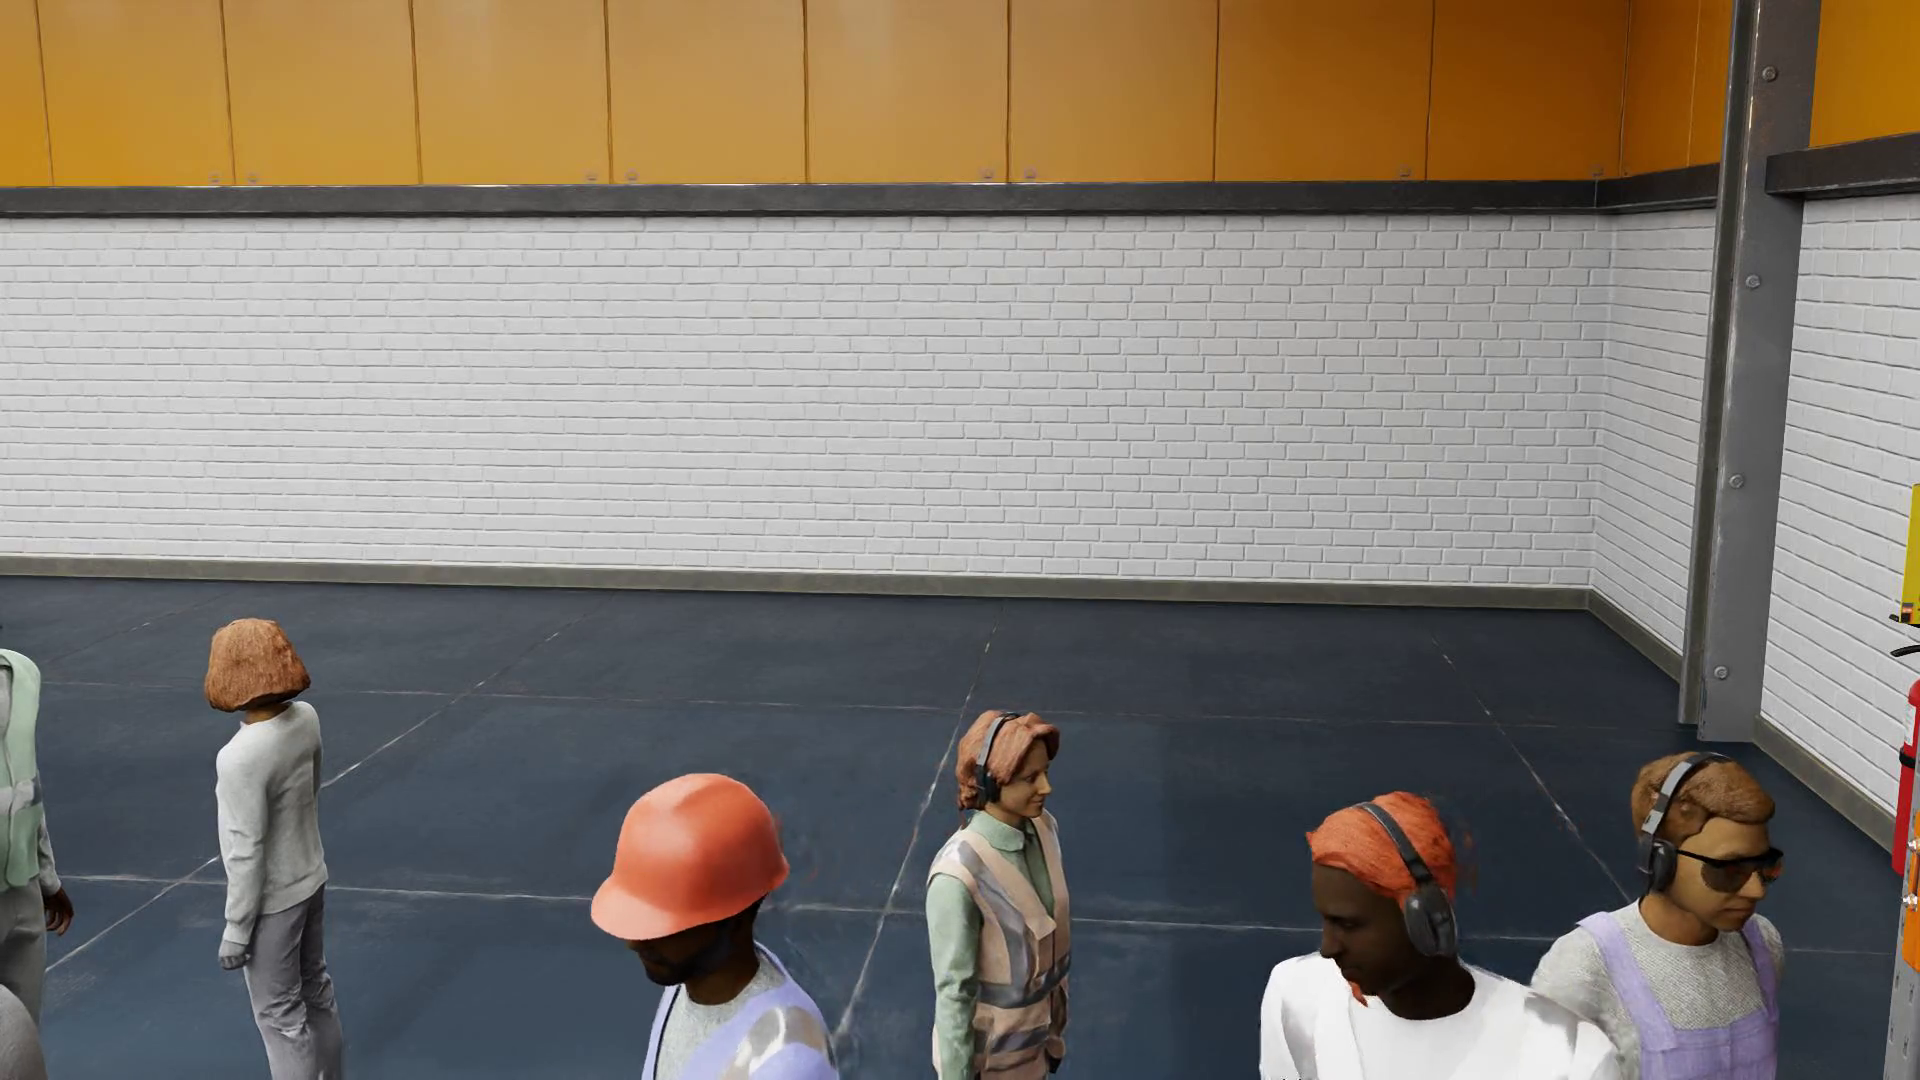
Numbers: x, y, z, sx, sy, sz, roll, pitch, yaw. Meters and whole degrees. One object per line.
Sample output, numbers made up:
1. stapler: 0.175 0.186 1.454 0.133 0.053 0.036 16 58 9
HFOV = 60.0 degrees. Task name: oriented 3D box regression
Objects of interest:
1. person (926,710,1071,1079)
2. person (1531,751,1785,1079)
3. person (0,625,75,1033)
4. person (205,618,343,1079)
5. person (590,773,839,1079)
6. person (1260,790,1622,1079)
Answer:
1. person: 0.091 1.182 3.790 0.308 1.639 0.524 5 11 26
2. person: 1.184 1.246 2.840 0.520 1.843 0.331 -4 11 -24
3. person: -2.572 0.948 4.330 0.380 1.918 0.596 1 10 7
4. person: -1.948 1.023 4.721 0.285 1.633 0.499 0 10 0
5. person: -0.340 1.264 2.671 1.000 1.883 0.546 -5 11 -25
6. person: 0.758 1.273 2.648 0.596 1.854 0.517 10 14 44
